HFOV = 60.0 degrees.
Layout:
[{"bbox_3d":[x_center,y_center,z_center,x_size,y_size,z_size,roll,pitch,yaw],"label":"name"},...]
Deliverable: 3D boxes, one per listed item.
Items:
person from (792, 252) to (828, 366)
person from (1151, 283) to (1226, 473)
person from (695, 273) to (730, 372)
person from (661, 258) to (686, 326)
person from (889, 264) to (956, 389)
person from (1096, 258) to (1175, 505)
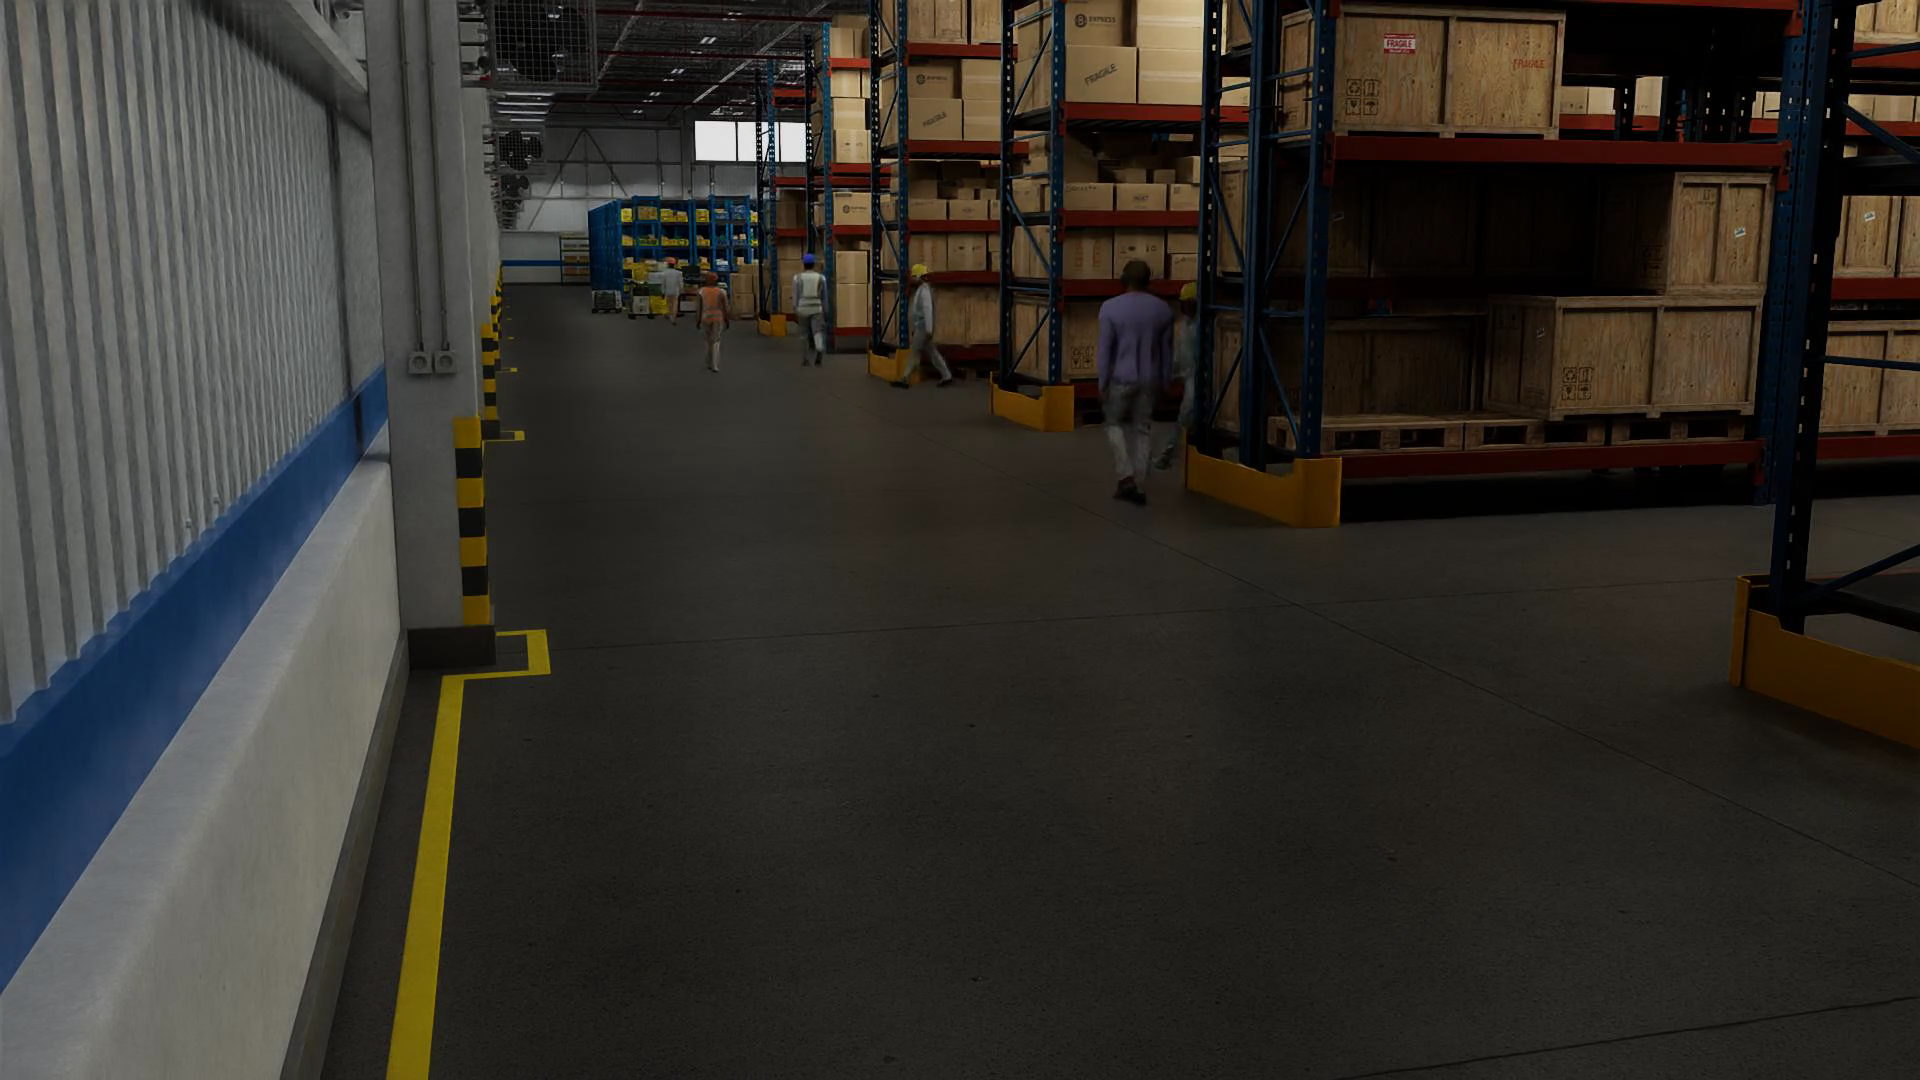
[{"bbox_3d":[-2.510,-3.863,27.964,0.613,1.926,0.694,-3,10,-15],"label":"person"},{"bbox_3d":[2.025,-1.435,14.833,0.908,1.689,0.510,-3,11,-18],"label":"person"},{"bbox_3d":[-4.017,-3.541,27.070,0.543,1.591,0.861,0,10,0],"label":"person"},{"bbox_3d":[-7.310,-6.345,42.593,0.583,1.714,0.820,2,10,12],"label":"person"},{"bbox_3d":[-0.510,-3.024,23.606,0.937,1.785,0.599,-1,10,-3],"label":"person"},{"bbox_3d":[1.360,-1.236,13.065,0.658,1.925,0.441,-3,10,-16],"label":"person"}]
